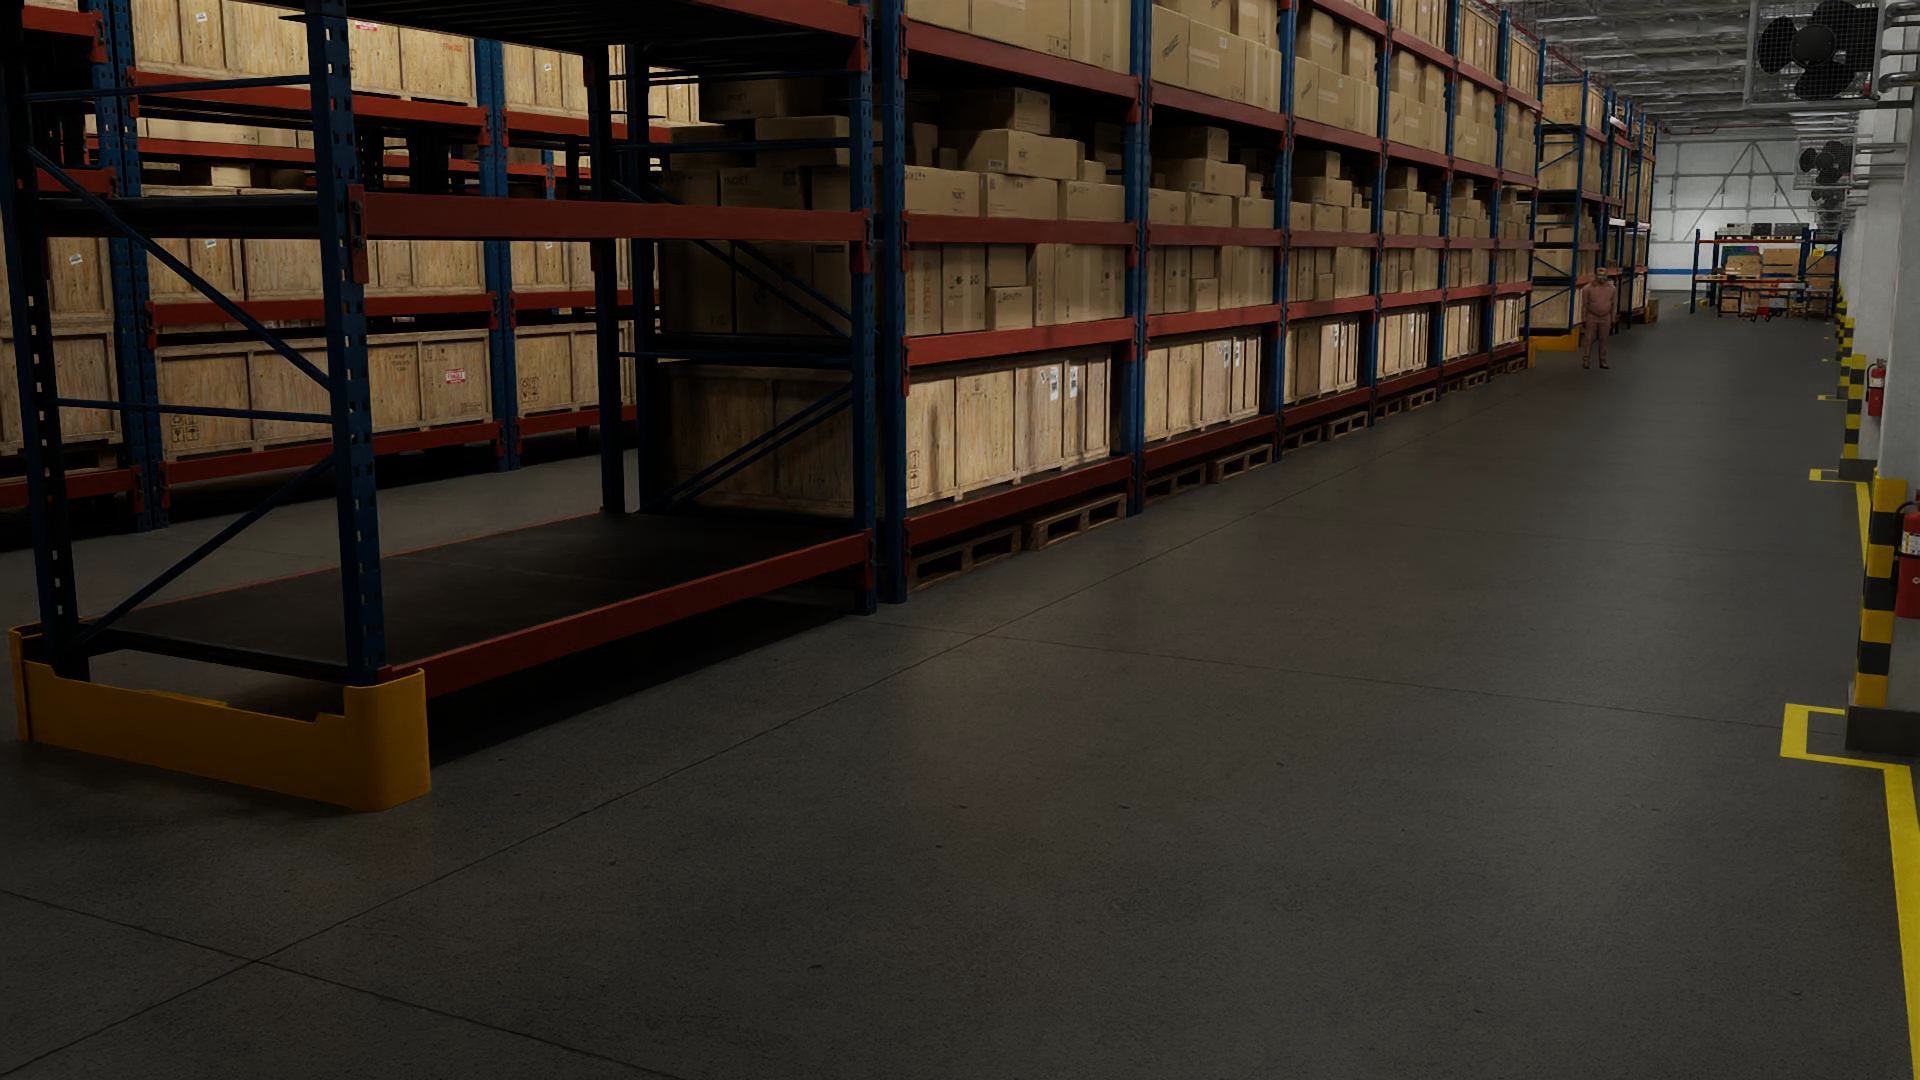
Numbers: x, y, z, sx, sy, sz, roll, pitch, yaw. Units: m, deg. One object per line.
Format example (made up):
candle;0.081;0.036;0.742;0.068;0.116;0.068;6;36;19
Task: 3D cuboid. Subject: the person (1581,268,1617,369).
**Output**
person;12.020;-4.167;31.299;0.658;1.903;0.404;1;10;5

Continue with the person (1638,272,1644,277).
person;36.324;-13.959;88.812;0.558;1.612;0.560;-8;13;-40
